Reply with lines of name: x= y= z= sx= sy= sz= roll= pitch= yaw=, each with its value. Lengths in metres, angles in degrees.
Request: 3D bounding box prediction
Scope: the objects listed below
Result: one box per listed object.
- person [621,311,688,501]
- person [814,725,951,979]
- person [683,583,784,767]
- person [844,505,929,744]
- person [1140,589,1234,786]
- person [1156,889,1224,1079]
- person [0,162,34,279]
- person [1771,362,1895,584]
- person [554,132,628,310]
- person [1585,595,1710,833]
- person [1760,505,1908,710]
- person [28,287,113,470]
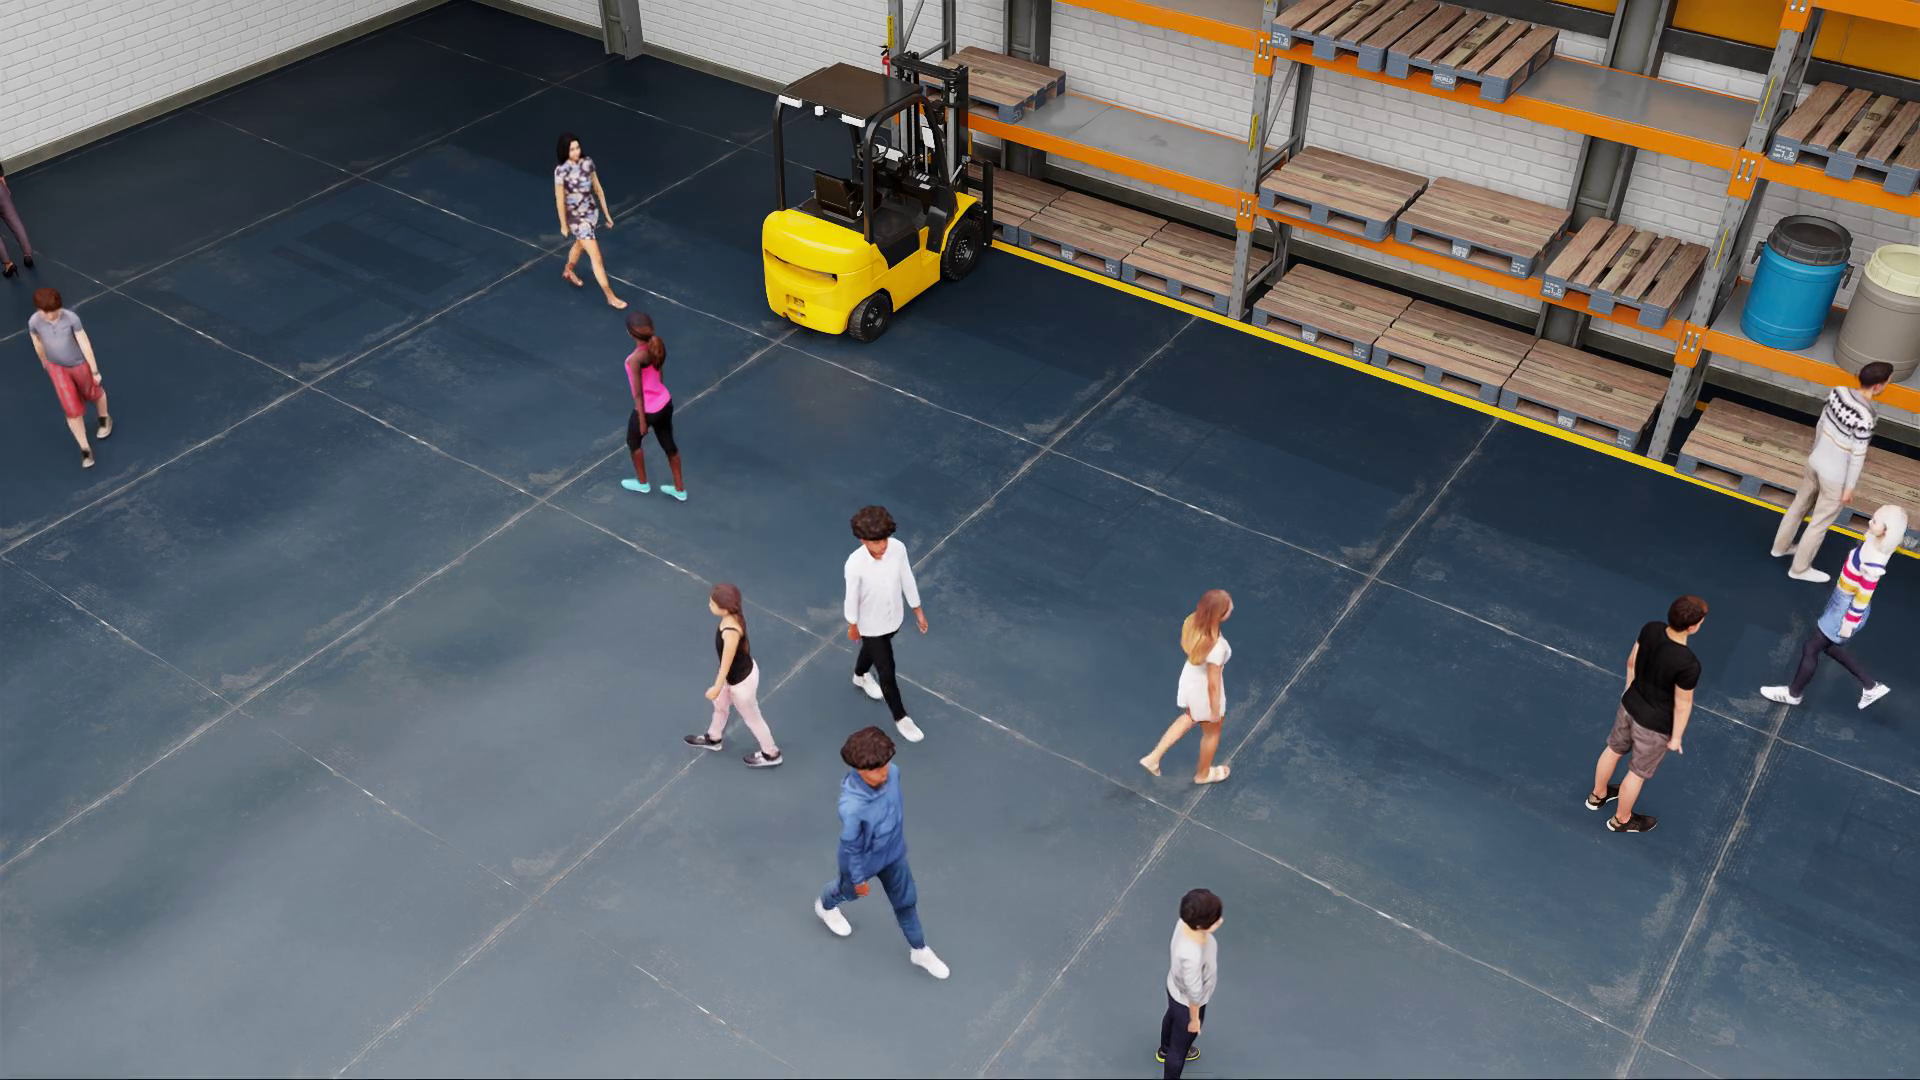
person: x=-2.361 y=-1.012 z=13.165 sx=0.815 sy=1.706 sz=0.652 roll=18 pitch=42 yaw=22
person: x=-0.586 y=1.768 z=9.637 sx=1.211 sy=1.764 sz=0.771 roll=29 pitch=47 yaw=31
person: x=-1.373 y=0.908 z=10.893 sx=0.949 sy=1.539 sz=0.844 roll=-3 pitch=39 yaw=-4
person: x=-0.588 y=0.470 z=11.264 sx=0.838 sy=1.762 sz=1.169 roll=-28 pitch=46 yaw=-30
person: x=1.483 y=0.982 z=10.690 sx=0.914 sy=1.678 sz=0.916 roll=-14 pitch=41 yaw=-17
person: x=1.226 y=2.424 z=8.985 sx=0.634 sy=1.552 sz=0.621 roll=2 pitch=39 yaw=2
person: x=-9.395 y=-3.332 z=16.097 sx=0.516 sy=1.671 sz=0.592 roll=23 pitch=44 yaw=26
person: x=6.526 y=-0.540 z=12.450 sx=0.794 sy=1.860 sz=0.755 roll=-4 pitch=39 yaw=-5
person: x=-3.623 y=-3.056 z=15.743 sx=1.154 sy=1.681 sz=0.586 roll=25 pitch=45 yaw=28
person: x=4.315 y=1.068 z=10.435 sx=0.829 sy=1.861 sz=0.723 roll=-12 pitch=40 yaw=-15
person: x=6.066 y=0.491 z=11.215 sx=1.001 sy=1.790 sz=0.712 roll=18 pitch=42 yaw=21
person: x=-7.386 y=-1.471 z=13.830 sx=1.000 sy=1.593 sz=1.143 roll=-10 pitch=40 yaw=-12
